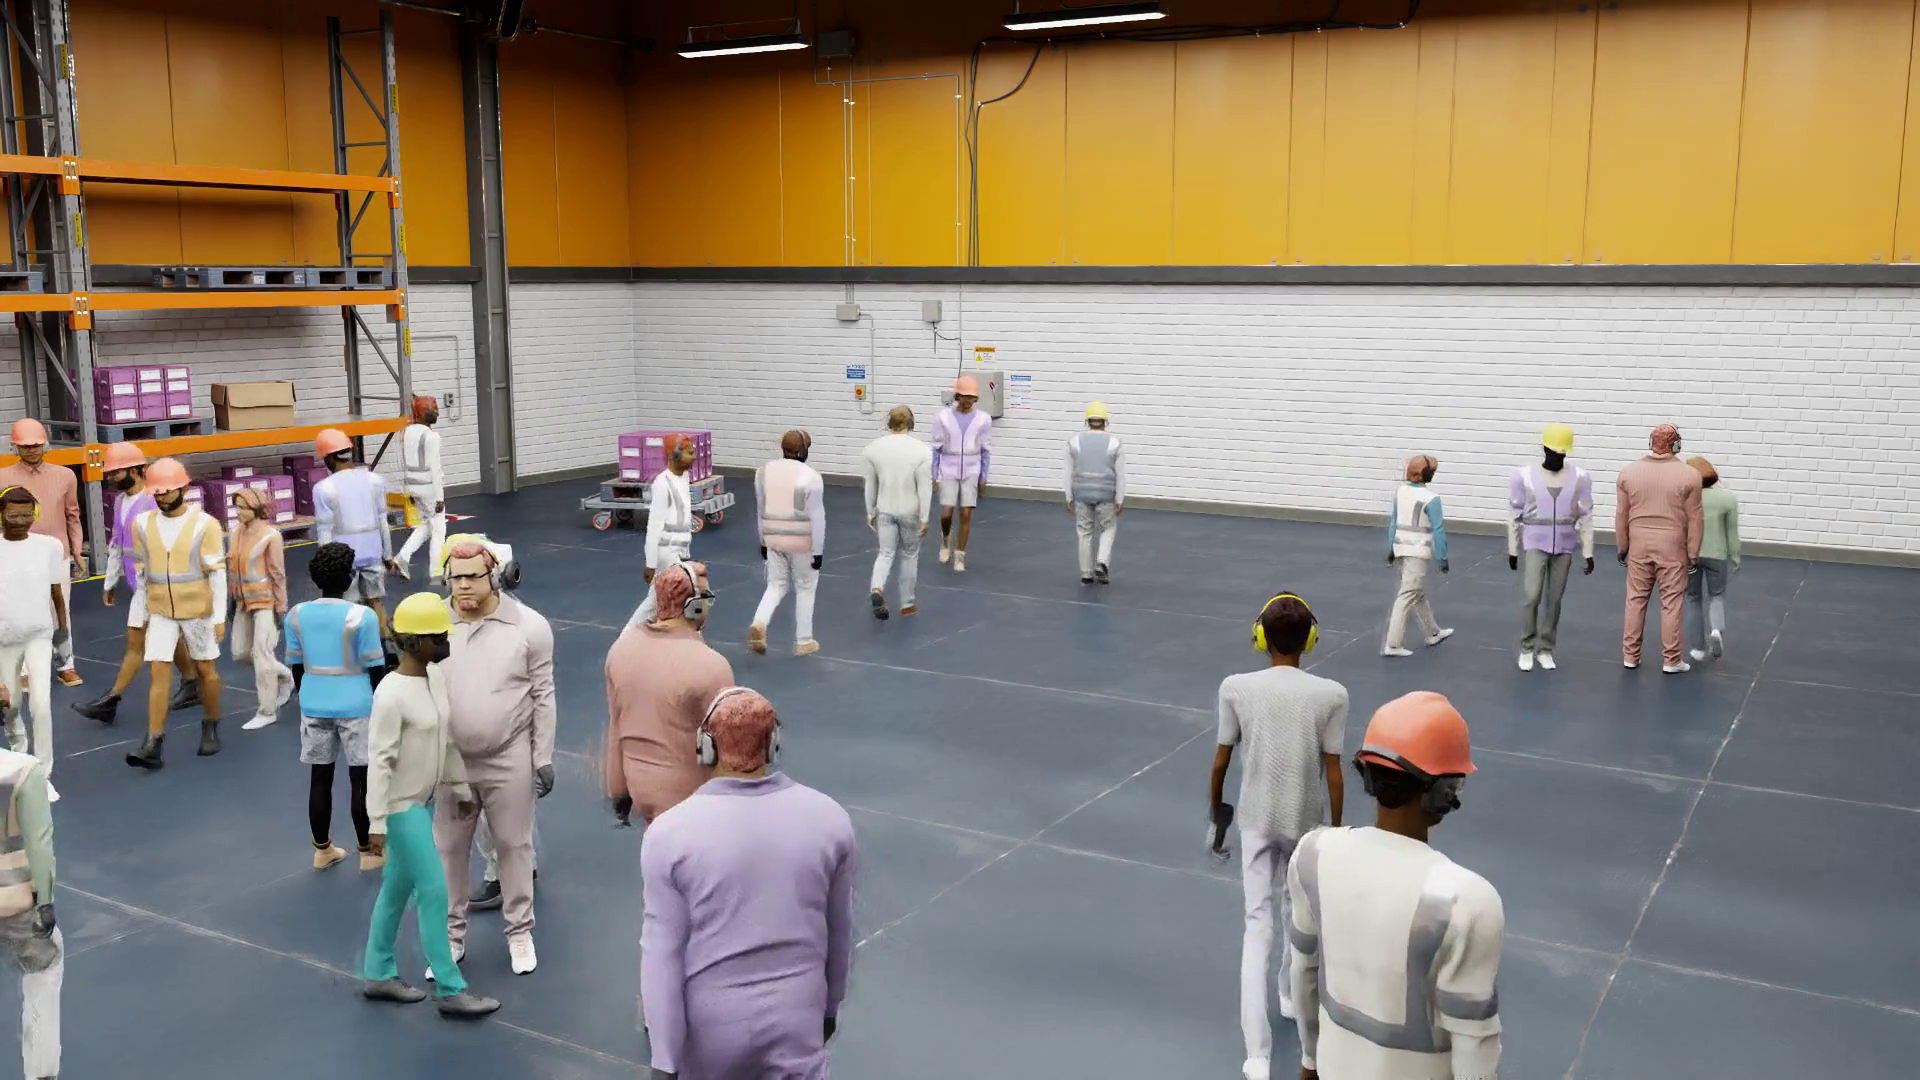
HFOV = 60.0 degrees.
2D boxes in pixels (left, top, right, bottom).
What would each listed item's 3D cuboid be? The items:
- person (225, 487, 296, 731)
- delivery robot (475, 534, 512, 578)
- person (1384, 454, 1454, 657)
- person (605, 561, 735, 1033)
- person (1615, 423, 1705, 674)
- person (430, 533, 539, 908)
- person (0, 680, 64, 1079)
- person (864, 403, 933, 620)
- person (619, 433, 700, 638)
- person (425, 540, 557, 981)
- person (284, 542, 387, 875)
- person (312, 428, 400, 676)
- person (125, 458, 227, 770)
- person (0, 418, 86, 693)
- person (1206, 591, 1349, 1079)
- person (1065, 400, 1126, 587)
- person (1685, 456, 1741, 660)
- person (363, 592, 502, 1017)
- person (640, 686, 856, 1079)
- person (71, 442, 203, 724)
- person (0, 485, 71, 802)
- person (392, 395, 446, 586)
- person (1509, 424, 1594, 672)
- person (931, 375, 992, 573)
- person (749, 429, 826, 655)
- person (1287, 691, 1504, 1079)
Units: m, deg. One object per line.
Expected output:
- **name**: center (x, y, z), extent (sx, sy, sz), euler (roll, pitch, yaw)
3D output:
- **person**: center (-4.661, 0.439, 11.152), extent (0.533, 1.622, 0.460), euler (6, 11, 32)
- **delivery robot**: center (-4.545, 0.184, 15.779), extent (0.477, 0.478, 0.707), euler (1, 10, 10)
- **person**: center (3.700, 0.123, 13.222), extent (0.830, 1.601, 0.540), euler (-3, 10, -20)
- **person**: center (-1.058, 1.013, 6.810), extent (0.677, 1.877, 0.812), euler (7, 12, 39)
- **person**: center (5.320, 0.062, 12.649), extent (0.638, 1.909, 0.408), euler (7, 12, 39)
- **person**: center (-2.272, 0.864, 7.960), extent (0.565, 1.807, 0.666), euler (-6, 11, -32)
- **person**: center (-3.441, 1.281, 5.917), extent (0.505, 1.620, 0.429), euler (-1, 9, -7)
- **person**: center (-0.553, -0.222, 14.433), extent (0.627, 1.918, 0.767), euler (3, 9, 16)
- **person**: center (-2.278, 0.104, 12.622), extent (0.893, 1.848, 0.576), euler (0, 9, 0)
- **person**: center (-2.063, 0.944, 7.151), extent (0.643, 1.908, 0.399), euler (-1, 9, -8)
- **person**: center (-3.117, 0.851, 8.380), extent (0.535, 1.697, 0.318), euler (2, 9, 12)
- **person**: center (-4.436, 0.129, 12.219), extent (0.585, 1.910, 0.538), euler (-8, 12, -42)
- **person**: center (-4.810, 0.458, 10.196), extent (0.567, 1.898, 0.863), euler (-1, 9, -5)
- **person**: center (-6.696, 0.108, 12.088), extent (0.623, 1.992, 0.396), euler (-8, 12, -42)
- **person**: center (1.216, 1.108, 6.426), extent (0.537, 1.820, 0.989), euler (2, 9, 12)
- **person**: center (1.304, -0.436, 16.053), extent (0.599, 1.818, 0.418), euler (2, 9, 13)
- **person**: center (5.794, 0.157, 12.941), extent (0.557, 1.609, 0.473), euler (3, 10, 17)
- **person**: center (-2.162, 1.078, 6.779), extent (0.751, 1.738, 0.565), euler (1, 9, 5)
- **person**: center (-0.625, 1.346, 4.768), extent (0.658, 1.859, 0.918), euler (-4, 10, -26)
- **person**: center (-5.645, 0.286, 11.293), extent (0.571, 1.885, 0.982), euler (7, 12, 38)
- **person**: center (-5.539, 0.574, 9.800), extent (0.540, 1.833, 0.931), euler (-6, 11, -31)
- **person**: center (-5.196, -0.466, 16.072), extent (0.594, 1.865, 0.535), euler (8, 12, 40)
- **person**: center (4.499, 0.067, 12.651), extent (0.589, 1.895, 0.562), euler (1, 9, 6)
- **person**: center (0.006, -0.669, 16.868), extent (0.648, 2.020, 0.545), euler (-1, 9, -6)
- **person**: center (-1.356, 0.042, 13.041), extent (0.638, 1.824, 0.677), euler (4, 10, 25)
- **person**: center (1.102, 1.362, 4.172), extent (0.521, 2.032, 0.650), euler (-7, 12, -38)
